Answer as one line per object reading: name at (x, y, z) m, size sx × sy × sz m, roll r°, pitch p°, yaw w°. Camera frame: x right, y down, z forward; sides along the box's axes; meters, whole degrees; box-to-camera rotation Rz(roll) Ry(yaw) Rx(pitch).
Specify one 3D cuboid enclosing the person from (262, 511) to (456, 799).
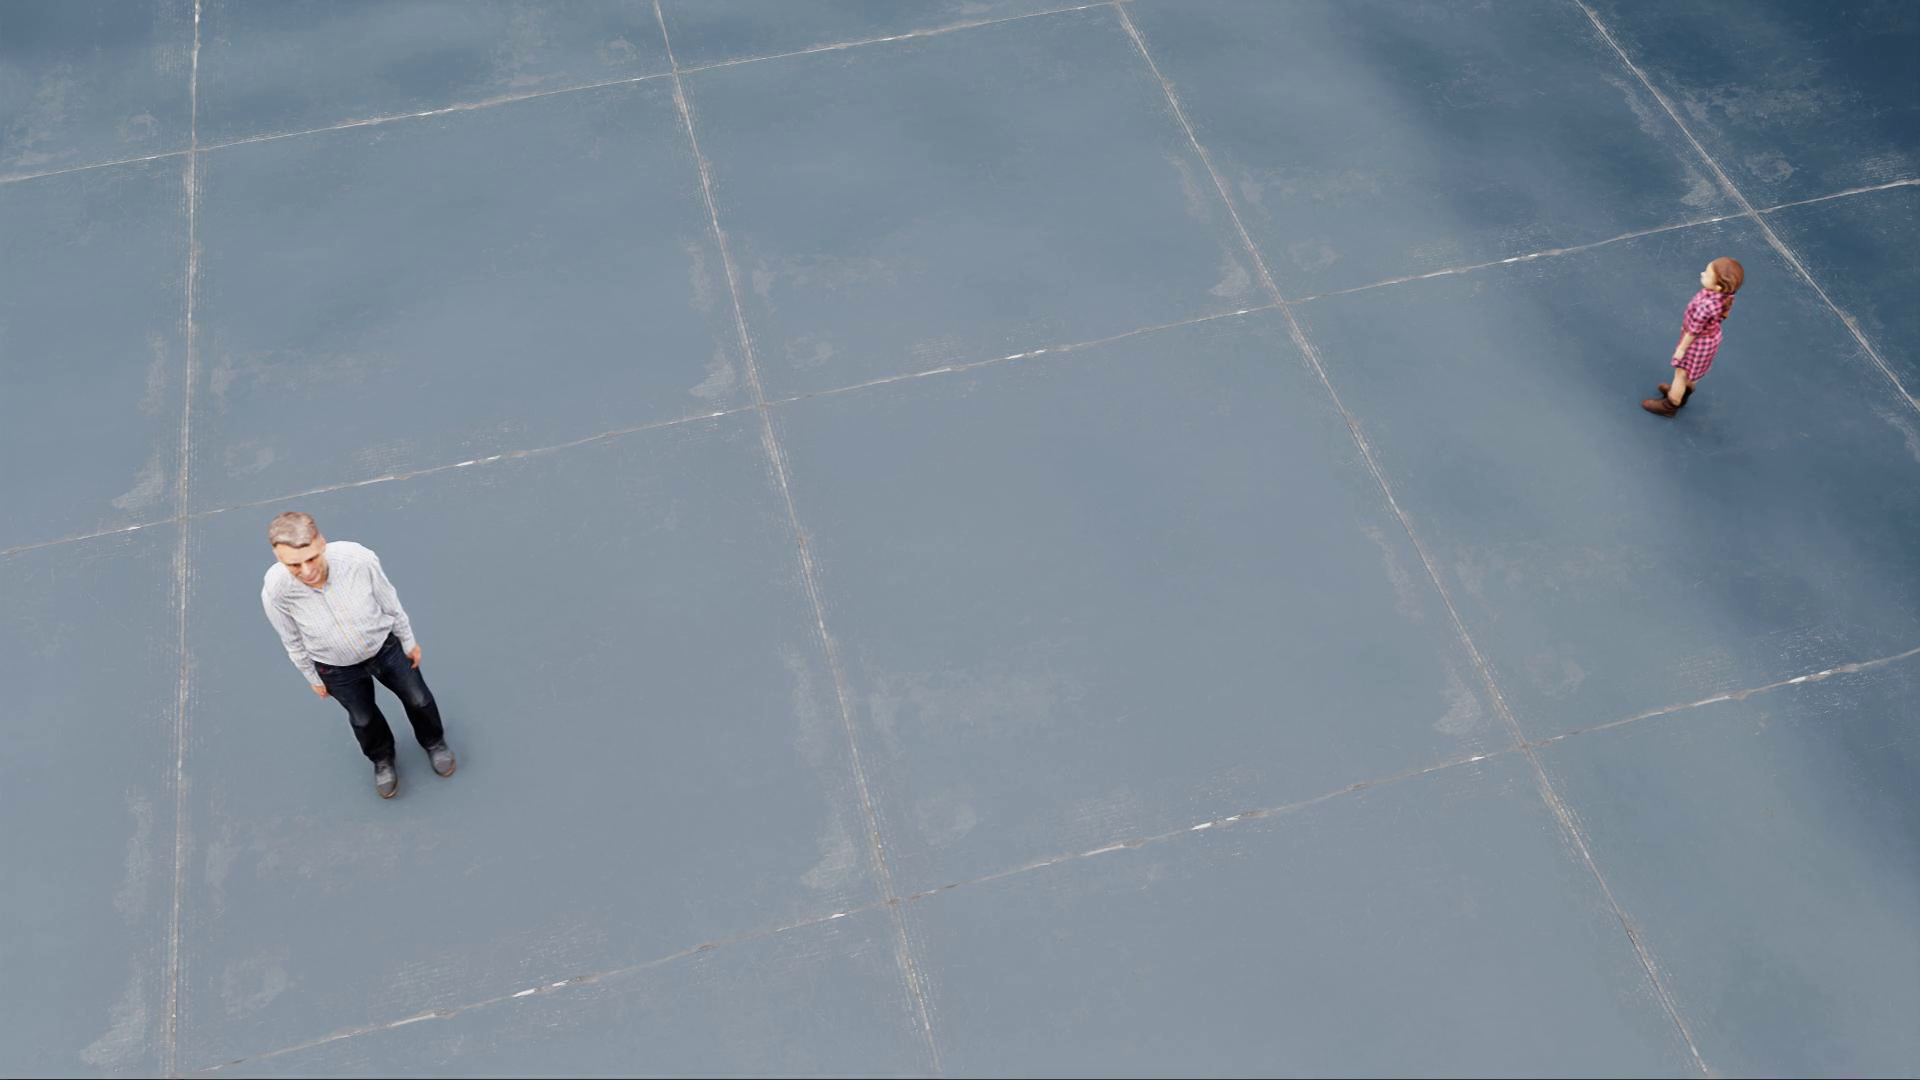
person at (-2.493, 0.450, 6.900) m, size 0.681 × 1.818 × 0.629 m, roll -23°, pitch 56°, yaw -17°

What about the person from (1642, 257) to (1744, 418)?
person at (3.809, -1.044, 8.562) m, size 0.546 × 1.020 × 0.502 m, roll 38°, pitch 61°, yaw 26°
